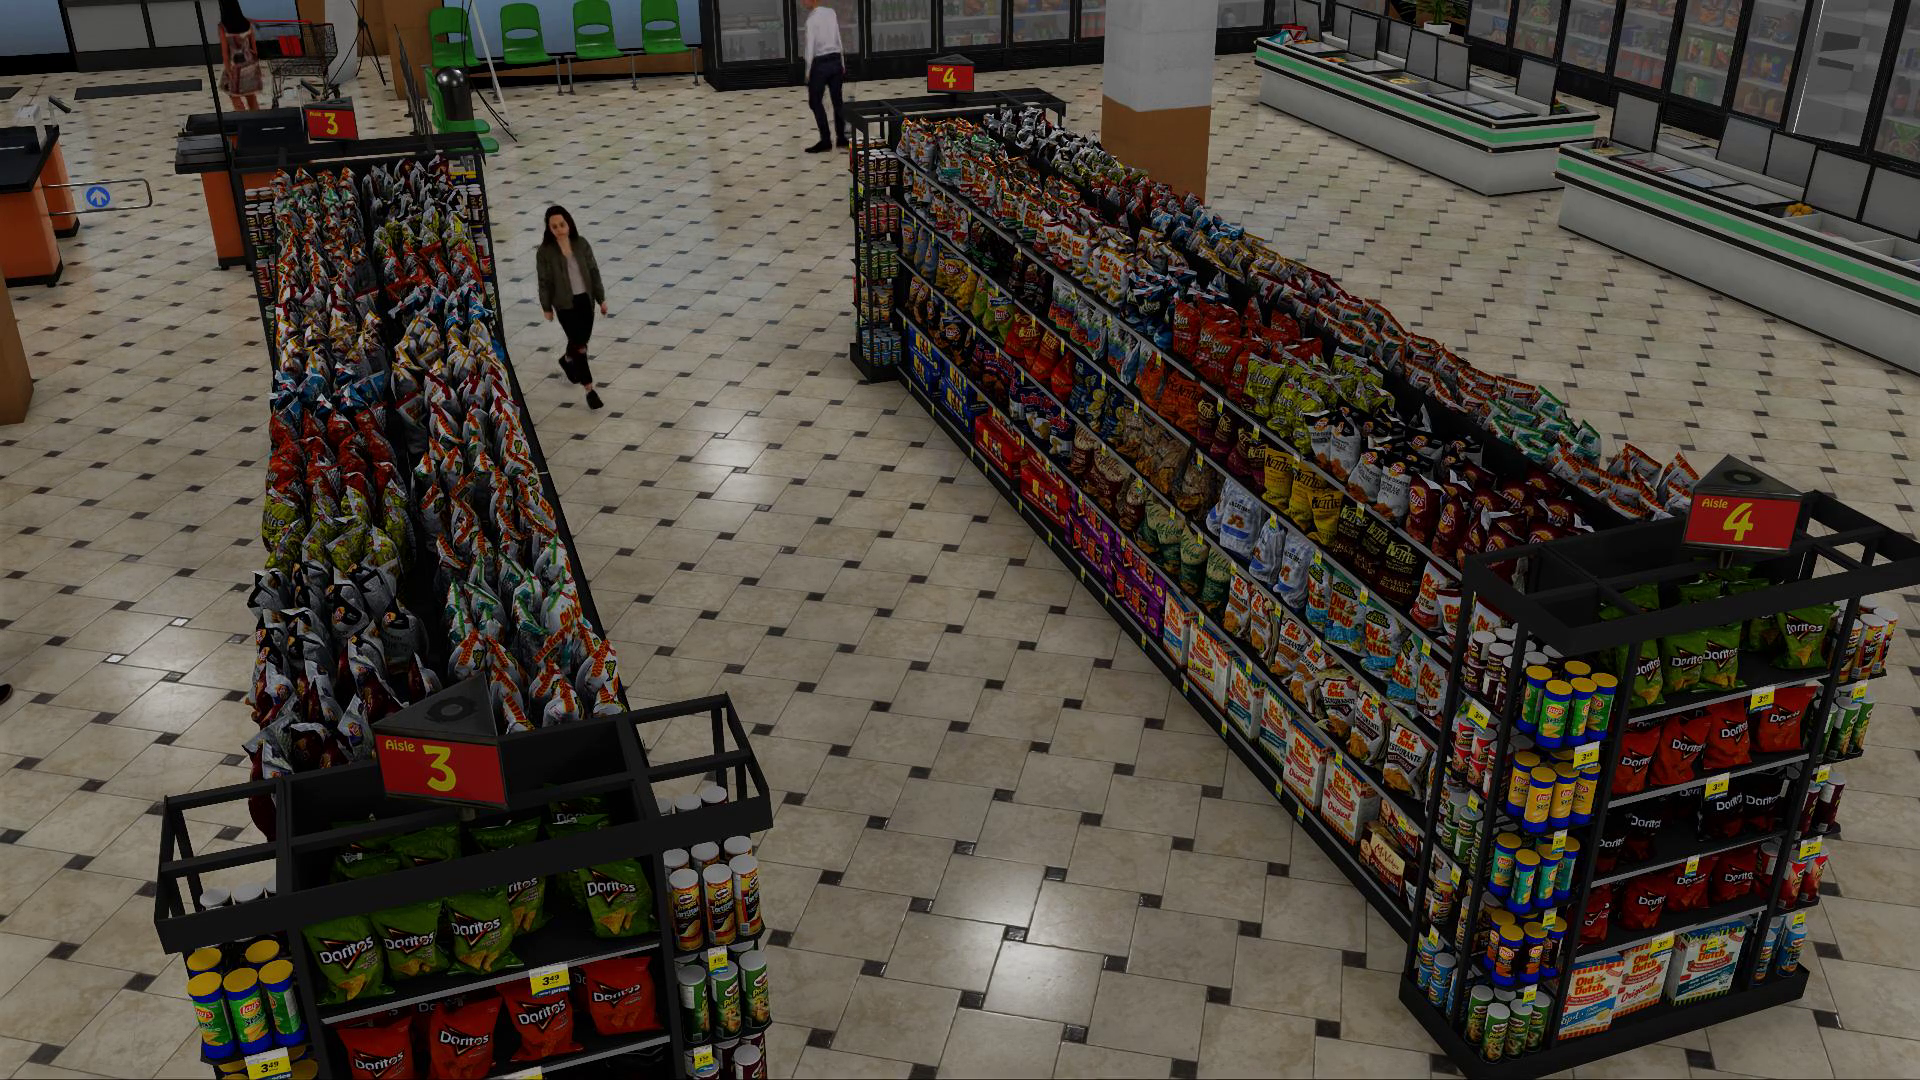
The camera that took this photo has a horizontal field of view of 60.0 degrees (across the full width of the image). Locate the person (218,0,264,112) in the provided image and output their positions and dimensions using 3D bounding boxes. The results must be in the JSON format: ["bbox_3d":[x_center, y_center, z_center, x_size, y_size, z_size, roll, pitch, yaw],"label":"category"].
[{"bbox_3d":[-8.208,-5.401,19.096,0.756,1.634,0.775,-23,35,-38],"label":"person"}]

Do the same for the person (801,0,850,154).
[{"bbox_3d":[-1.450,-5.322,18.713,0.917,1.840,0.783,-16,31,-28],"label":"person"}]

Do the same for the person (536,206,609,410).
[{"bbox_3d":[-2.824,-1.706,12.020,0.789,1.444,1.075,-20,33,-34],"label":"person"}]
